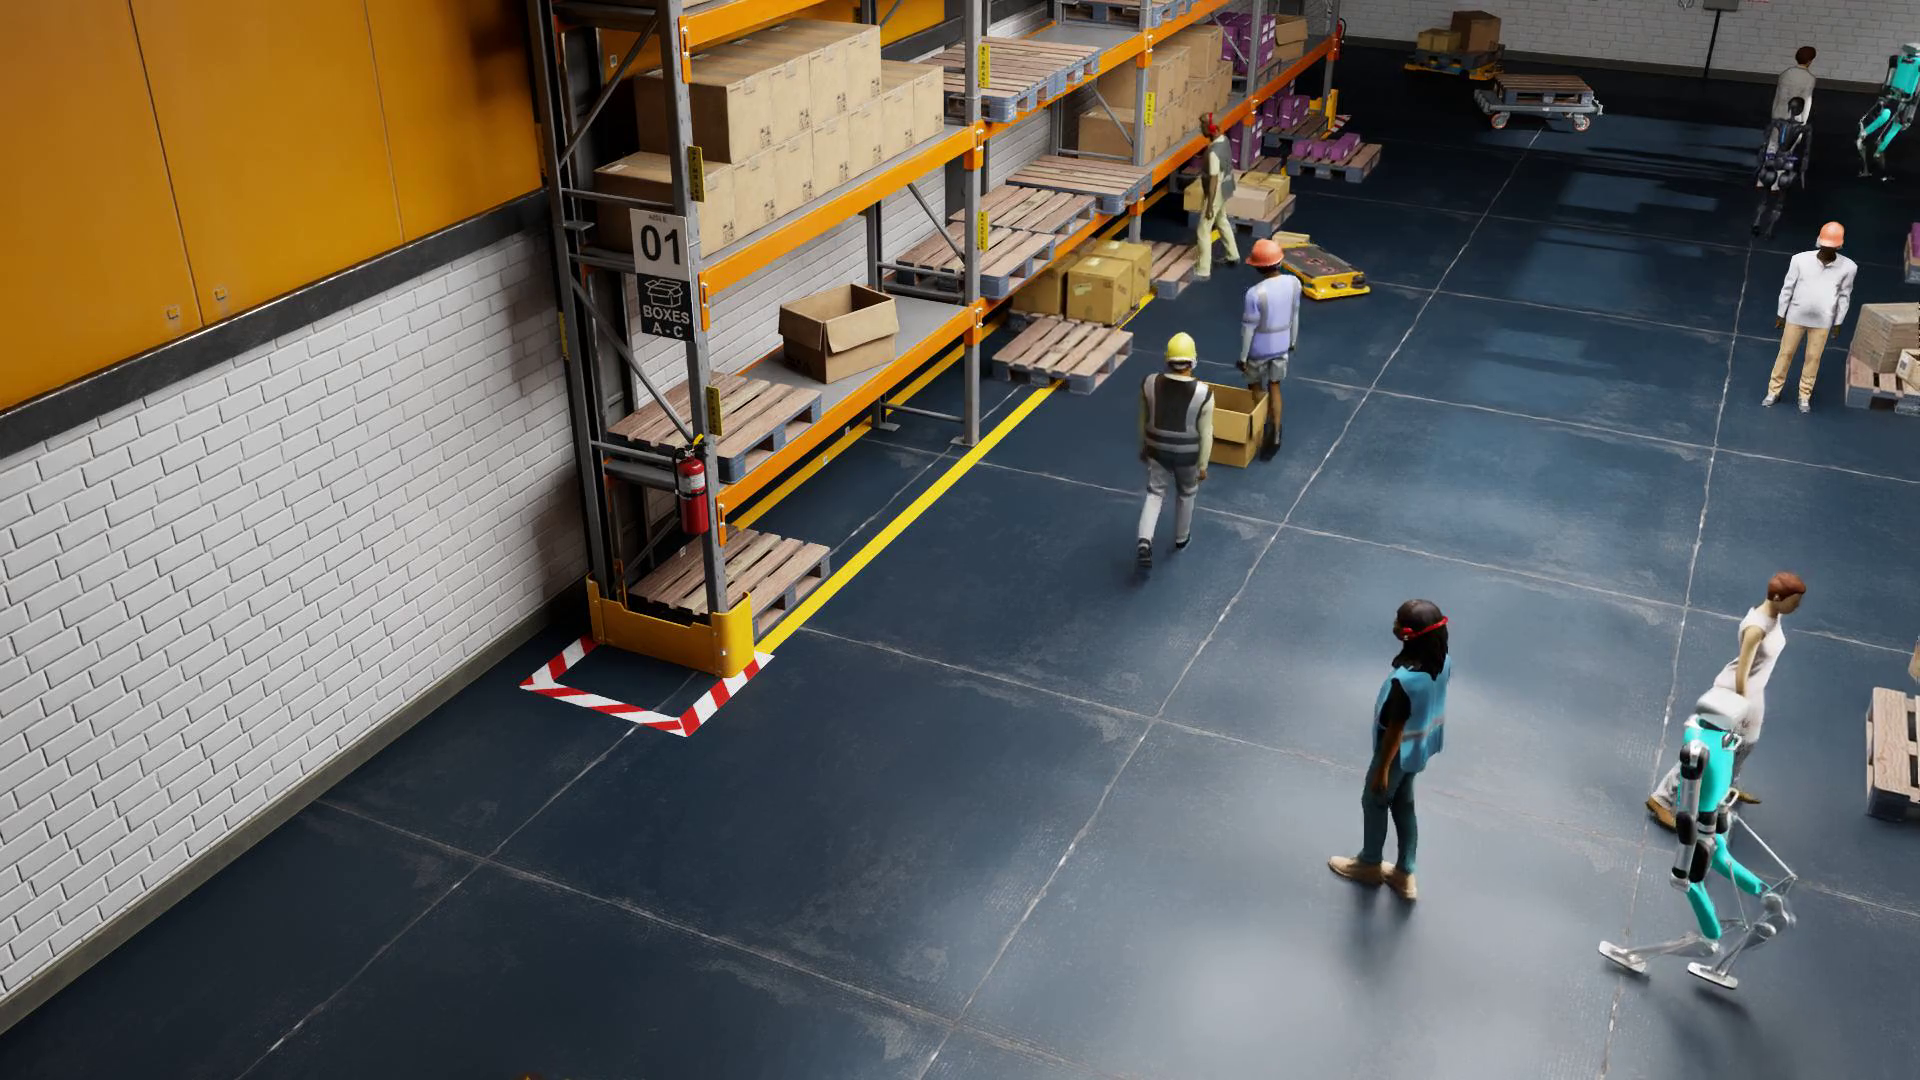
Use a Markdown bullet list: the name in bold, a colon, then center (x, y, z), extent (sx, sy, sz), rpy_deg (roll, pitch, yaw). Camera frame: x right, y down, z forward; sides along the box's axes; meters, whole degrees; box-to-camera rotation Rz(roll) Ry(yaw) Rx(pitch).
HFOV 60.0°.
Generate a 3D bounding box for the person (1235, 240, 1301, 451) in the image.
- **person**: center (2.617, -1.634, 14.049), extent (0.624, 1.891, 0.646), rpy_deg (-11, 30, -19)

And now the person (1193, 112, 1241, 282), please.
- **person**: center (2.788, -3.734, 18.042), extent (0.527, 1.803, 0.770), rpy_deg (9, 30, 16)

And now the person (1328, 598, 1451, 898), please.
- **person**: center (2.359, 1.119, 8.976), extent (0.526, 1.860, 0.558), rpy_deg (23, 36, 36)

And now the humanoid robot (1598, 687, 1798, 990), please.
- **humanoid robot**: center (3.795, 1.565, 8.264), extent (0.969, 1.731, 0.545), rpy_deg (22, 35, 34)

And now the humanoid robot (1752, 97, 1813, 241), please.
- **humanoid robot**: center (9.447, -4.269, 19.157), extent (0.383, 1.639, 0.608), rpy_deg (-25, 37, -38)

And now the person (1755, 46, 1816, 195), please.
- **person**: center (10.378, -5.250, 20.840), extent (0.369, 1.818, 0.496), rpy_deg (-13, 31, -23)

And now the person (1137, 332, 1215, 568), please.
- **person**: center (1.562, -0.640, 12.307), extent (0.586, 1.807, 0.767), rpy_deg (11, 30, 19)

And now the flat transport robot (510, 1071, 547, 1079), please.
- **flat transport robot**: center (-2.048, 2.959, 7.241), extent (0.659, 0.231, 1.431), rpy_deg (11, 30, 19)

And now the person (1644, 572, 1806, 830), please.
- **person**: center (4.452, 0.910, 9.601), extent (0.468, 1.630, 0.690), rpy_deg (25, 37, 38)

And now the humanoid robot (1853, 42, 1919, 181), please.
- **humanoid robot**: center (11.830, -5.406, 21.208), extent (0.891, 1.774, 0.544), rpy_deg (-16, 32, -28)

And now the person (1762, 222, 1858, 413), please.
- **person**: center (7.601, -1.997, 14.868), extent (0.571, 1.748, 0.333), rpy_deg (13, 31, 23)

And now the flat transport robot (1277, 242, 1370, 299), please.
- **flat transport robot**: center (3.836, -2.973, 18.240), extent (0.659, 0.231, 1.431), rpy_deg (-9, 30, -17)

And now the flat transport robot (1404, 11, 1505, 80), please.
- **flat transport robot**: center (8.026, -7.690, 26.986), extent (1.431, 0.231, 0.659), rpy_deg (22, 35, 35)
